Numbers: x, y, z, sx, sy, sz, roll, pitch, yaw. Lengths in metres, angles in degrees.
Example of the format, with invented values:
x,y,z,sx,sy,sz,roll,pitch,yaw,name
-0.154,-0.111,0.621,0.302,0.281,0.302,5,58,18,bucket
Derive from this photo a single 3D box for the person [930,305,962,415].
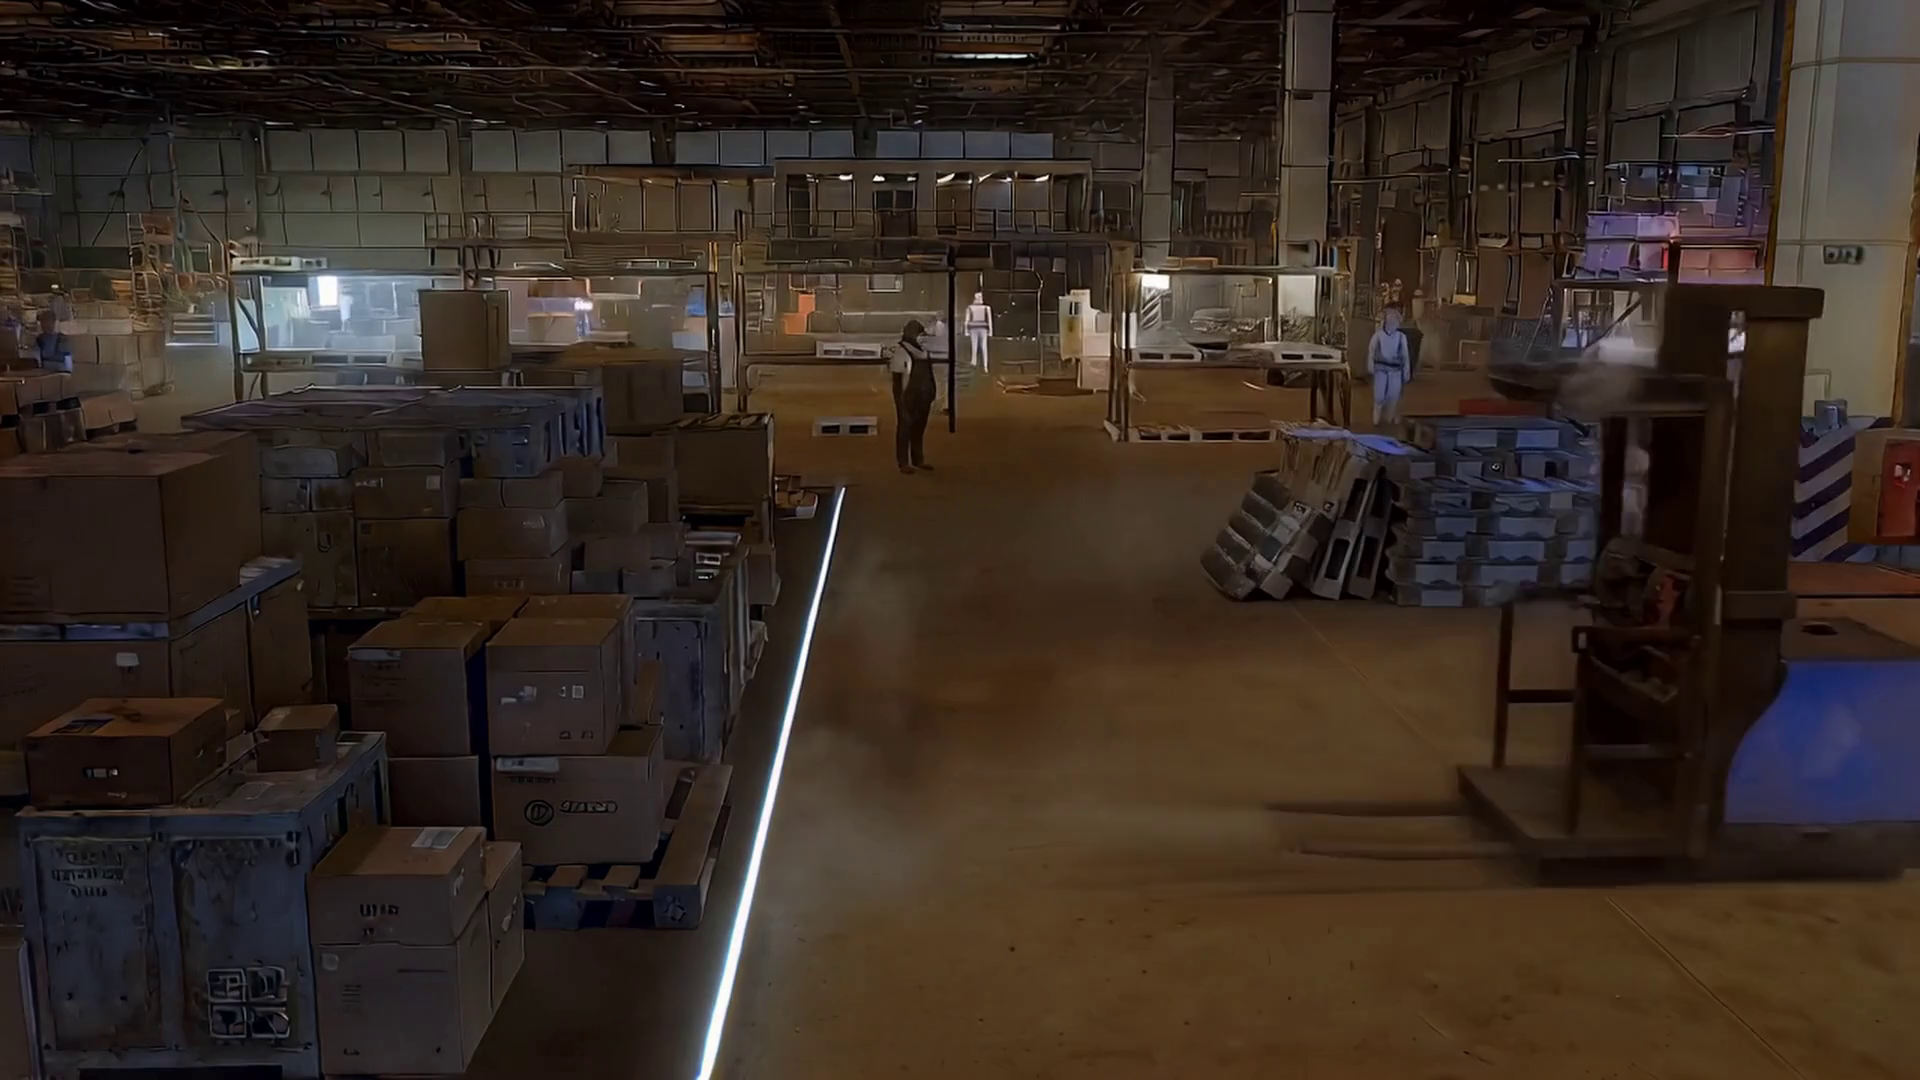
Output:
x,y,z,sx,sy,sz,roll,pitch,yaw,name
-0.223,-3.146,29.173,0.643,1.923,0.447,-6,12,-30,person

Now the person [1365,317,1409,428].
x,y,z,sx,sy,sz,roll,pitch,yaw,name
6.953,-2.721,27.088,0.687,1.821,0.431,1,10,8,person

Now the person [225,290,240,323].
x,y,z,sx,sy,sz,roll,pitch,yaw,name
-20.297,-6.158,46.508,0.622,1.723,0.494,3,11,18,person

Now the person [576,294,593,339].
x,y,z,sx,sy,sz,roll,pitch,yaw,name
-7.951,-4.252,35.310,0.376,1.933,0.544,-4,11,-19,person

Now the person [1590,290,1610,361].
x,y,z,sx,sy,sz,roll,pitch,yaw,name
16.017,-5.381,41.420,0.379,1.996,0.611,-1,10,-8,person

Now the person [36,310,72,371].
x,y,z,sx,sy,sz,roll,pitch,yaw,name
-14.317,-2.652,26.298,0.608,1.966,0.371,3,10,14,person

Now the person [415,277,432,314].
x,y,z,sx,sy,sz,roll,pitch,yaw,name
-17.098,-7.422,53.054,0.602,1.903,0.717,3,11,17,person

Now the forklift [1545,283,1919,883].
x,y,z,sx,sy,sz,roll,pitch,yaw,name
3.707,0.151,8.138,1.873,2.768,1.129,0,10,-2,forklift

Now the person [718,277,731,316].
x,y,z,sx,sy,sz,roll,pitch,yaw,name
-7.451,-7.378,52.820,0.964,1.886,0.573,5,11,26,person

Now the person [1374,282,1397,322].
x,y,z,sx,sy,sz,roll,pitch,yaw,name
11.449,-5.966,44.845,0.603,1.938,0.402,7,13,35,person

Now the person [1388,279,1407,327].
x,y,z,sx,sy,sz,roll,pitch,yaw,name
14.647,-7.827,55.661,0.647,1.792,0.965,5,11,27,person

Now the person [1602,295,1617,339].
x,y,z,sx,sy,sz,roll,pitch,yaw,name
14.361,-4.478,36.754,0.328,1.868,0.509,-3,11,-15,person

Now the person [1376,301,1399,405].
x,y,z,sx,sy,sz,roll,pitch,yaw,name
8.026,-3.504,31.151,0.585,1.928,0.379,-8,13,-38,person

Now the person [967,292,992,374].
x,y,z,sx,sy,sz,roll,pitch,yaw,name
0.444,-4.744,38.184,0.574,1.885,0.355,-1,10,-3,person

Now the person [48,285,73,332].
x,y,z,sx,sy,sz,roll,pitch,yaw,name
-24.040,-5.874,44.499,0.574,1.892,0.912,-6,12,-31,person

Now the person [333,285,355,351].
x,y,z,sx,sy,sz,roll,pitch,yaw,name
-17.103,-6.148,46.145,0.515,1.830,0.884,4,11,23,person

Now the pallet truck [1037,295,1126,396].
x,y,z,sx,sy,sz,roll,pitch,yaw,name
2.483,-3.881,33.060,1.885,1.965,0.823,-7,13,-36,pallet truck

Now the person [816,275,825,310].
x,y,z,sx,sy,sz,roll,pitch,yaw,name
-5.069,-8.489,59.177,0.990,1.836,0.597,3,11,14,person

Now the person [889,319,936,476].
x,y,z,sx,sy,sz,roll,pitch,yaw,name
-0.569,-1.859,21.674,0.538,2.000,0.690,7,12,34,person
